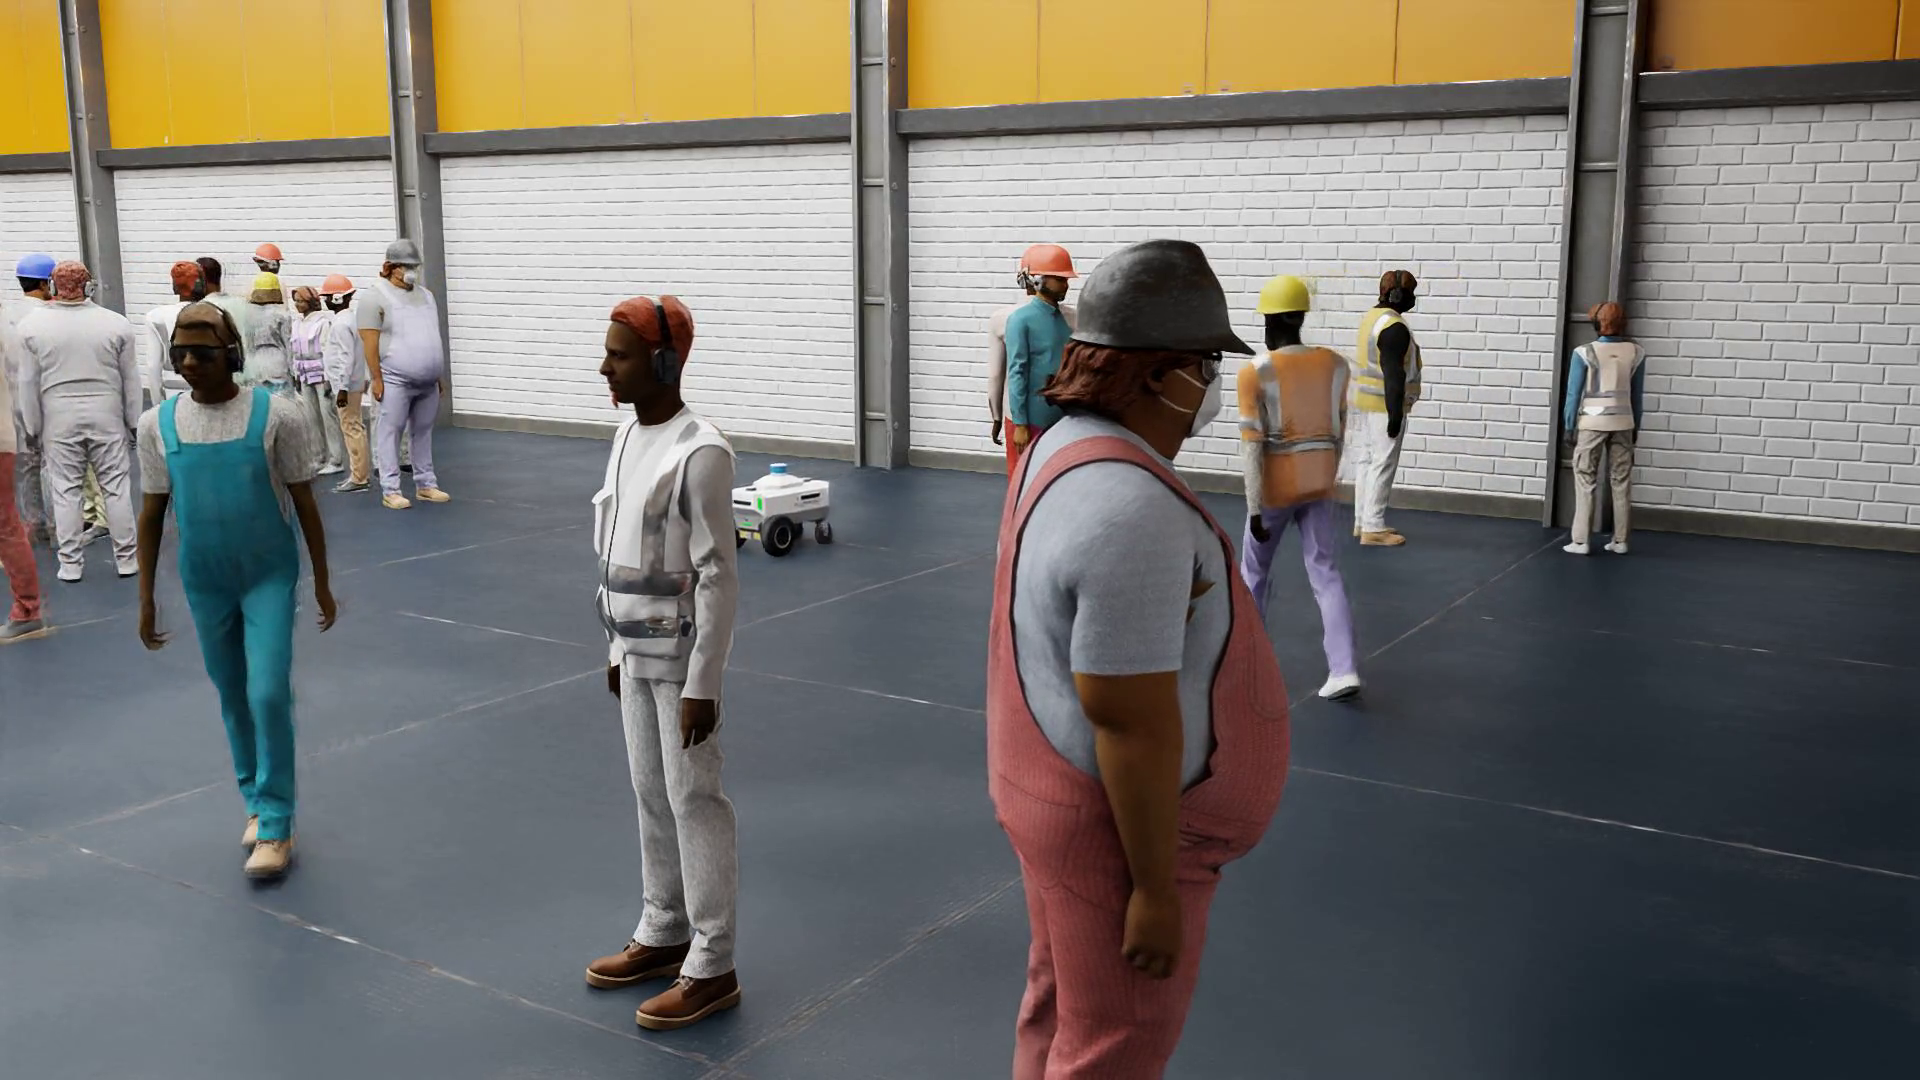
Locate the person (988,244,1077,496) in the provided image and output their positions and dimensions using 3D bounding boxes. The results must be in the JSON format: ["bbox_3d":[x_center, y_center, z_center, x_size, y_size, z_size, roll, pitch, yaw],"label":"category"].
[{"bbox_3d":[0.469,-0.746,9.891,0.608,1.995,0.376,1,10,5],"label":"person"}]

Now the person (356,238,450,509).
[{"bbox_3d":[-4.181,-1.270,12.670,0.537,2.000,0.679,6,12,31],"label":"person"}]

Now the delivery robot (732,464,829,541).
[{"bbox_3d":[-1.186,-0.257,10.915,0.477,0.478,0.707,8,13,37],"label":"delivery robot"}]

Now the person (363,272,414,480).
[{"bbox_3d":[-4.804,-1.418,14.108,0.404,1.824,0.610,8,13,39],"label":"person"}]

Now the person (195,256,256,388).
[{"bbox_3d":[-5.636,-1.185,12.581,0.582,1.897,0.610,3,11,16],"label":"person"}]

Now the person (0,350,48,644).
[{"bbox_3d":[-4.952,-0.426,8.167,0.639,1.963,0.751,8,13,36],"label":"person"}]

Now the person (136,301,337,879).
[{"bbox_3d":[-2.316,0.166,5.292,0.564,1.824,0.749,-1,10,-6],"label":"person"}]

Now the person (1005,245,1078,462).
[{"bbox_3d":[0.504,-0.709,9.695,0.388,1.993,0.613,8,13,37],"label":"person"}]

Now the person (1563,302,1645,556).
[{"bbox_3d":[4.127,-0.704,10.678,0.525,1.632,0.315,-1,10,-7],"label":"person"}]

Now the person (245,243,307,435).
[{"bbox_3d":[-7.062,-2.049,17.111,0.615,1.993,0.389,7,12,32],"label":"person"}]

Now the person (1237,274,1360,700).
[{"bbox_3d":[1.504,-0.243,7.459,0.597,1.878,1.018,-3,11,-17],"label":"person"}]

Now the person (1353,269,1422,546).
[{"bbox_3d":[2.854,-0.879,11.102,0.430,1.834,0.629,0,10,-1],"label":"person"}]

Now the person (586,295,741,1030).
[{"bbox_3d":[-0.772,0.314,4.330,0.356,1.883,0.574,-7,12,-35],"label":"person"}]

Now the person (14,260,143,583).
[{"bbox_3d":[-5.208,-0.701,9.886,0.651,1.907,0.409,-6,12,-30],"label":"person"}]

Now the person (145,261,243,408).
[{"bbox_3d":[-5.159,-0.938,11.260,0.587,1.883,0.342,-3,11,-15],"label":"person"}]

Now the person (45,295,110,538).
[{"bbox_3d":[-5.988,-0.880,11.300,0.341,1.752,0.563,-8,13,-38],"label":"person"}]

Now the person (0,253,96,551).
[{"bbox_3d":[-6.009,-0.901,10.913,0.607,1.939,0.417,6,12,29],"label":"person"}]

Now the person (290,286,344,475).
[{"bbox_3d":[-5.587,-1.380,14.420,0.508,1.628,0.318,6,12,32],"label":"person"}]

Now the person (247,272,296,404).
[{"bbox_3d":[-6.054,-1.482,14.668,0.486,1.744,0.294,2,10,8],"label":"person"}]

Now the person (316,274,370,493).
[{"bbox_3d":[-4.967,-1.261,13.412,0.335,1.749,0.575,-2,11,-13],"label":"person"}]
